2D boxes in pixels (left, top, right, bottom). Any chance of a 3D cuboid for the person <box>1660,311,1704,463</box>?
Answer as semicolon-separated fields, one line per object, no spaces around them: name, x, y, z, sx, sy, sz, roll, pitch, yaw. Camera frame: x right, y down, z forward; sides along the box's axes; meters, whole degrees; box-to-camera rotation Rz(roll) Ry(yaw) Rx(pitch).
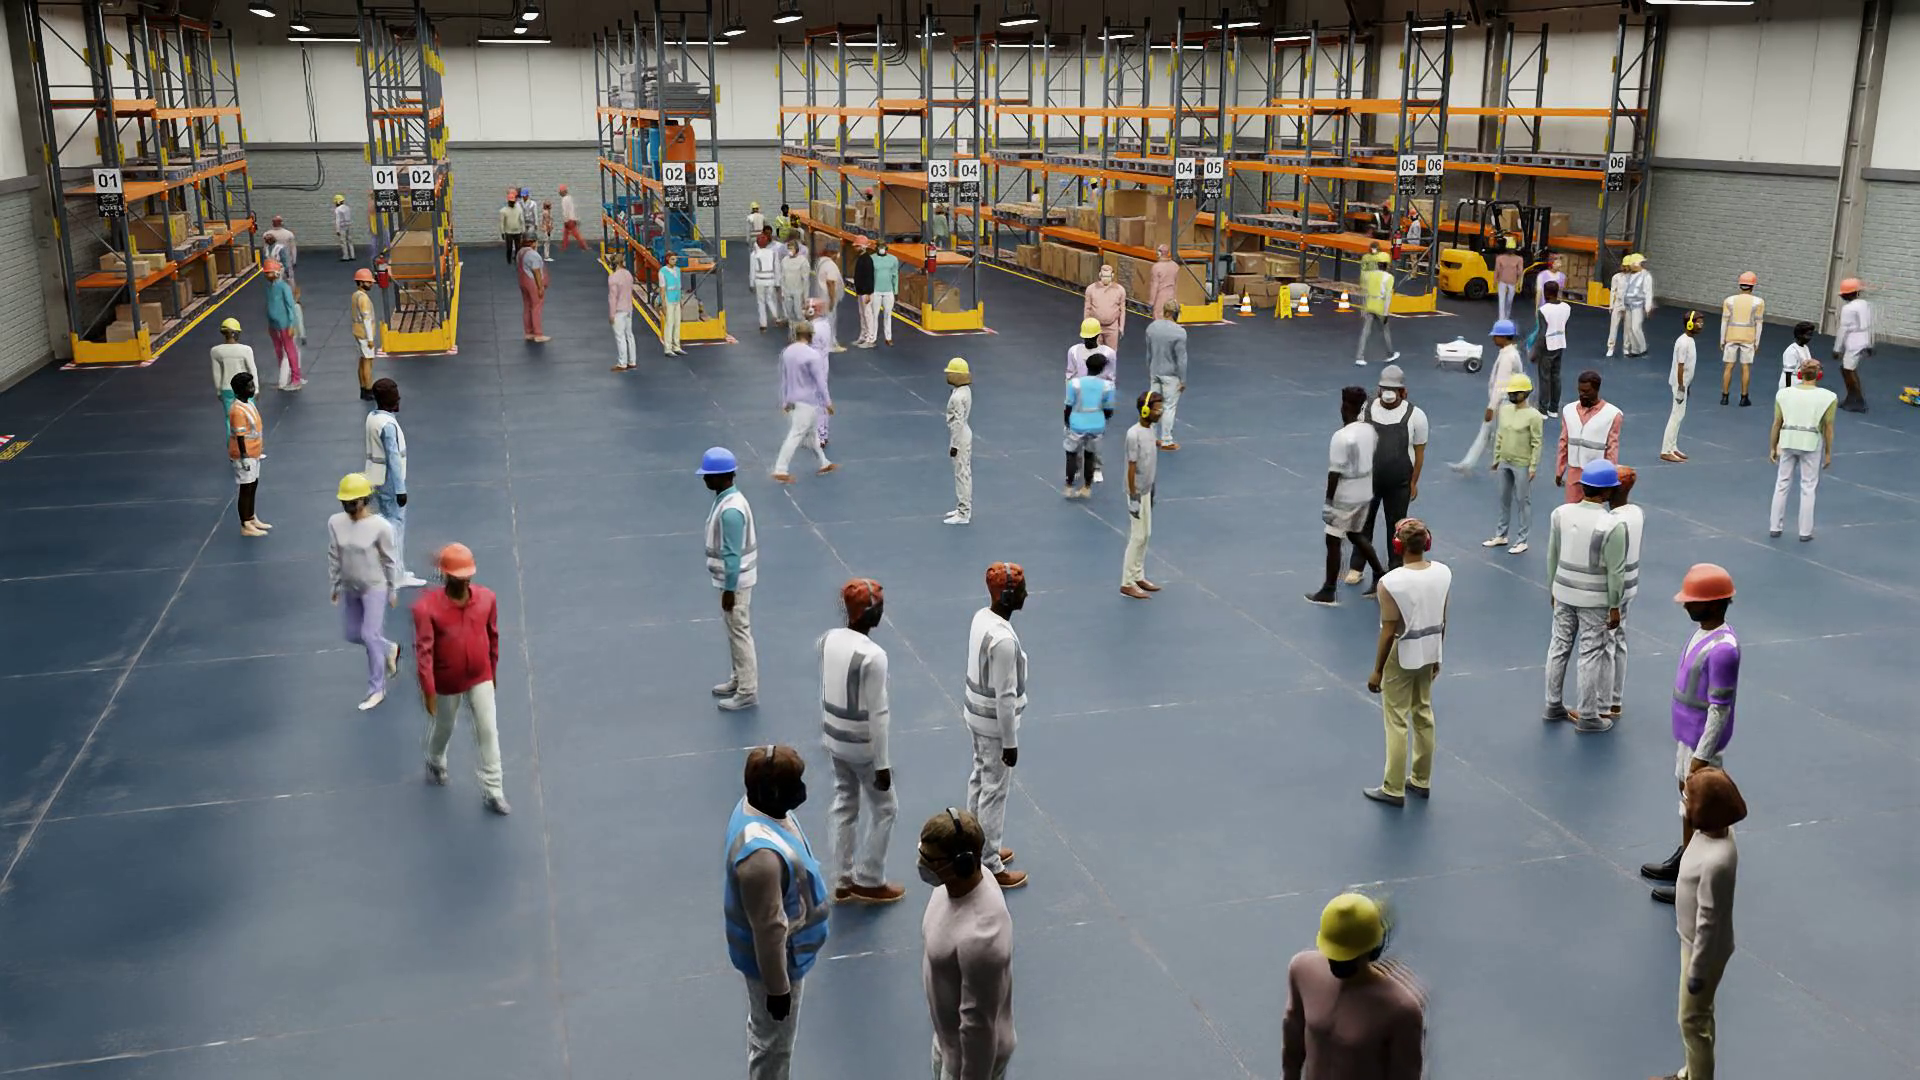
person;8.863;-1.881;20.374;0.328;1.862;0.502;8;17;28

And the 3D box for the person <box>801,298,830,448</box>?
person;-1.870;-2.130;21.218;0.405;1.903;0.675;1;15;5

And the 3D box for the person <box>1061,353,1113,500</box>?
person;1.380;-1.241;18.335;0.596;1.663;0.409;-3;15;-12

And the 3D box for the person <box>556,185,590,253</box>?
person;-11.180;-9.250;47.941;0.955;1.949;0.638;0;15;0

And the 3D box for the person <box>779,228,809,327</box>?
person;-3.260;-5.123;32.496;0.641;1.905;0.959;4;15;13

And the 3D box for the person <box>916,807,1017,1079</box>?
person;0.017;1.874;6.099;0.374;1.933;0.625;-2;15;-7

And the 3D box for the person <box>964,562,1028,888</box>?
person;0.205;1.034;9.373;0.355;1.876;0.574;-3;15;-12

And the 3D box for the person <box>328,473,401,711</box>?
person;-4.344;0.334;12.247;0.530;1.751;0.608;4;15;16

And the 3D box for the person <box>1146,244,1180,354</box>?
person;3.494;-4.160;28.850;0.638;1.909;0.408;-12;19;-39

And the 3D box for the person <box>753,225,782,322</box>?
person;-3.813;-5.302;33.121;0.593;1.920;0.392;-5;16;-19

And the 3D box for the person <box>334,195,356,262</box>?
person;-16.803;-8.479;45.286;0.412;1.821;0.609;4;16;16

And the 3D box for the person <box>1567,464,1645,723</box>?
person;4.591;0.391;11.764;0.340;1.882;0.586;12;19;39

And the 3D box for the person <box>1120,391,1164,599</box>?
person;1.623;-0.408;14.827;0.339;1.857;0.530;7;17;26

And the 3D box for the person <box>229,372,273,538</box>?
person;-7.230;-0.868;16.884;0.321;1.689;0.529;-2;15;-7

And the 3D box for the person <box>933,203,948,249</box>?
person;-0.658;-8.863;46.689;0.653;1.830;0.521;-6;16;-21

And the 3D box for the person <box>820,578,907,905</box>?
person;-0.532;1.113;9.058;0.425;1.876;0.615;-11;18;-35

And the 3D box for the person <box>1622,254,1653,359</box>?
person;11.560;-3.979;28.422;0.414;1.786;0.686;-3;15;-10

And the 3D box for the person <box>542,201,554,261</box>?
person;-11.276;-8.444;45.502;0.316;1.633;0.515;-4;15;-13

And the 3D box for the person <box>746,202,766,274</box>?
person;-5.169;-7.628;42.085;0.623;1.817;0.496;-12;19;-38

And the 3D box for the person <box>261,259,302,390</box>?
person;-10.373;-3.280;25.365;0.616;1.993;0.395;11;18;35

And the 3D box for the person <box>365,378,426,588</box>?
person;-5.187;-0.518;15.123;0.390;1.919;0.591;-10;18;-34

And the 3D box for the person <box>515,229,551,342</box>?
person;-7.811;-4.677;30.535;0.537;2.000;0.685;-13;20;-40

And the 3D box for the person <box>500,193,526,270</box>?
person;-11.540;-7.962;43.037;0.617;1.976;0.598;-7;16;-25

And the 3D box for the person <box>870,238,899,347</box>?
person;-1.401;-4.435;29.823;0.635;1.937;0.353;-4;15;-14

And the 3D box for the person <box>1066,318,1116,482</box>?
person;1.503;-1.620;19.269;0.585;1.917;0.381;4;15;15

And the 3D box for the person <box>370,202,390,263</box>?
person;-15.683;-8.513;45.181;0.676;1.934;0.902;13;20;40

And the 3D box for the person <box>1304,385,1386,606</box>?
person;3.437;-0.379;14.549;0.634;1.951;0.688;12;19;38

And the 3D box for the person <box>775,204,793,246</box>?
person;-4.523;-7.853;43.142;0.535;1.700;0.318;-8;17;-26

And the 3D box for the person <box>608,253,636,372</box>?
person;-5.517;-3.699;27.082;0.367;1.932;0.623;5;16;17

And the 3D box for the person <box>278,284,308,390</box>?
person;-10.249;-3.124;25.520;0.515;1.598;0.655;12;19;39

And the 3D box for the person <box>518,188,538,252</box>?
person;-12.015;-8.771;46.141;0.611;1.938;0.412;1;15;4

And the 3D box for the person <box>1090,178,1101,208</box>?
person;4.258;-10.489;52.642;0.378;1.918;0.585;5;16;17

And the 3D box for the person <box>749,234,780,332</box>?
person;-3.726;-4.898;31.713;0.581;1.870;0.449;-10;18;-32

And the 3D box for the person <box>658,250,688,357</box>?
person;-4.988;-4.072;28.662;0.390;1.832;0.573;6;16;22

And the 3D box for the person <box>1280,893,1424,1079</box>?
person;1.365;2.019;5.906;0.587;1.740;0.458;13;20;41

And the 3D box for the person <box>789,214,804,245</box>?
person;-3.667;-6.328;37.078;0.328;1.872;0.511;-14;20;-43

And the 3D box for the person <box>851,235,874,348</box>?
person;-1.726;-4.440;29.729;0.382;1.996;0.608;-6;16;-21

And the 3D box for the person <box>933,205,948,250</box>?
person;-0.537;-8.054;44.068;0.529;1.604;0.520;7;16;24

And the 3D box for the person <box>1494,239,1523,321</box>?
person;10.640;-4.974;32.279;0.532;1.713;0.927;4;16;16
